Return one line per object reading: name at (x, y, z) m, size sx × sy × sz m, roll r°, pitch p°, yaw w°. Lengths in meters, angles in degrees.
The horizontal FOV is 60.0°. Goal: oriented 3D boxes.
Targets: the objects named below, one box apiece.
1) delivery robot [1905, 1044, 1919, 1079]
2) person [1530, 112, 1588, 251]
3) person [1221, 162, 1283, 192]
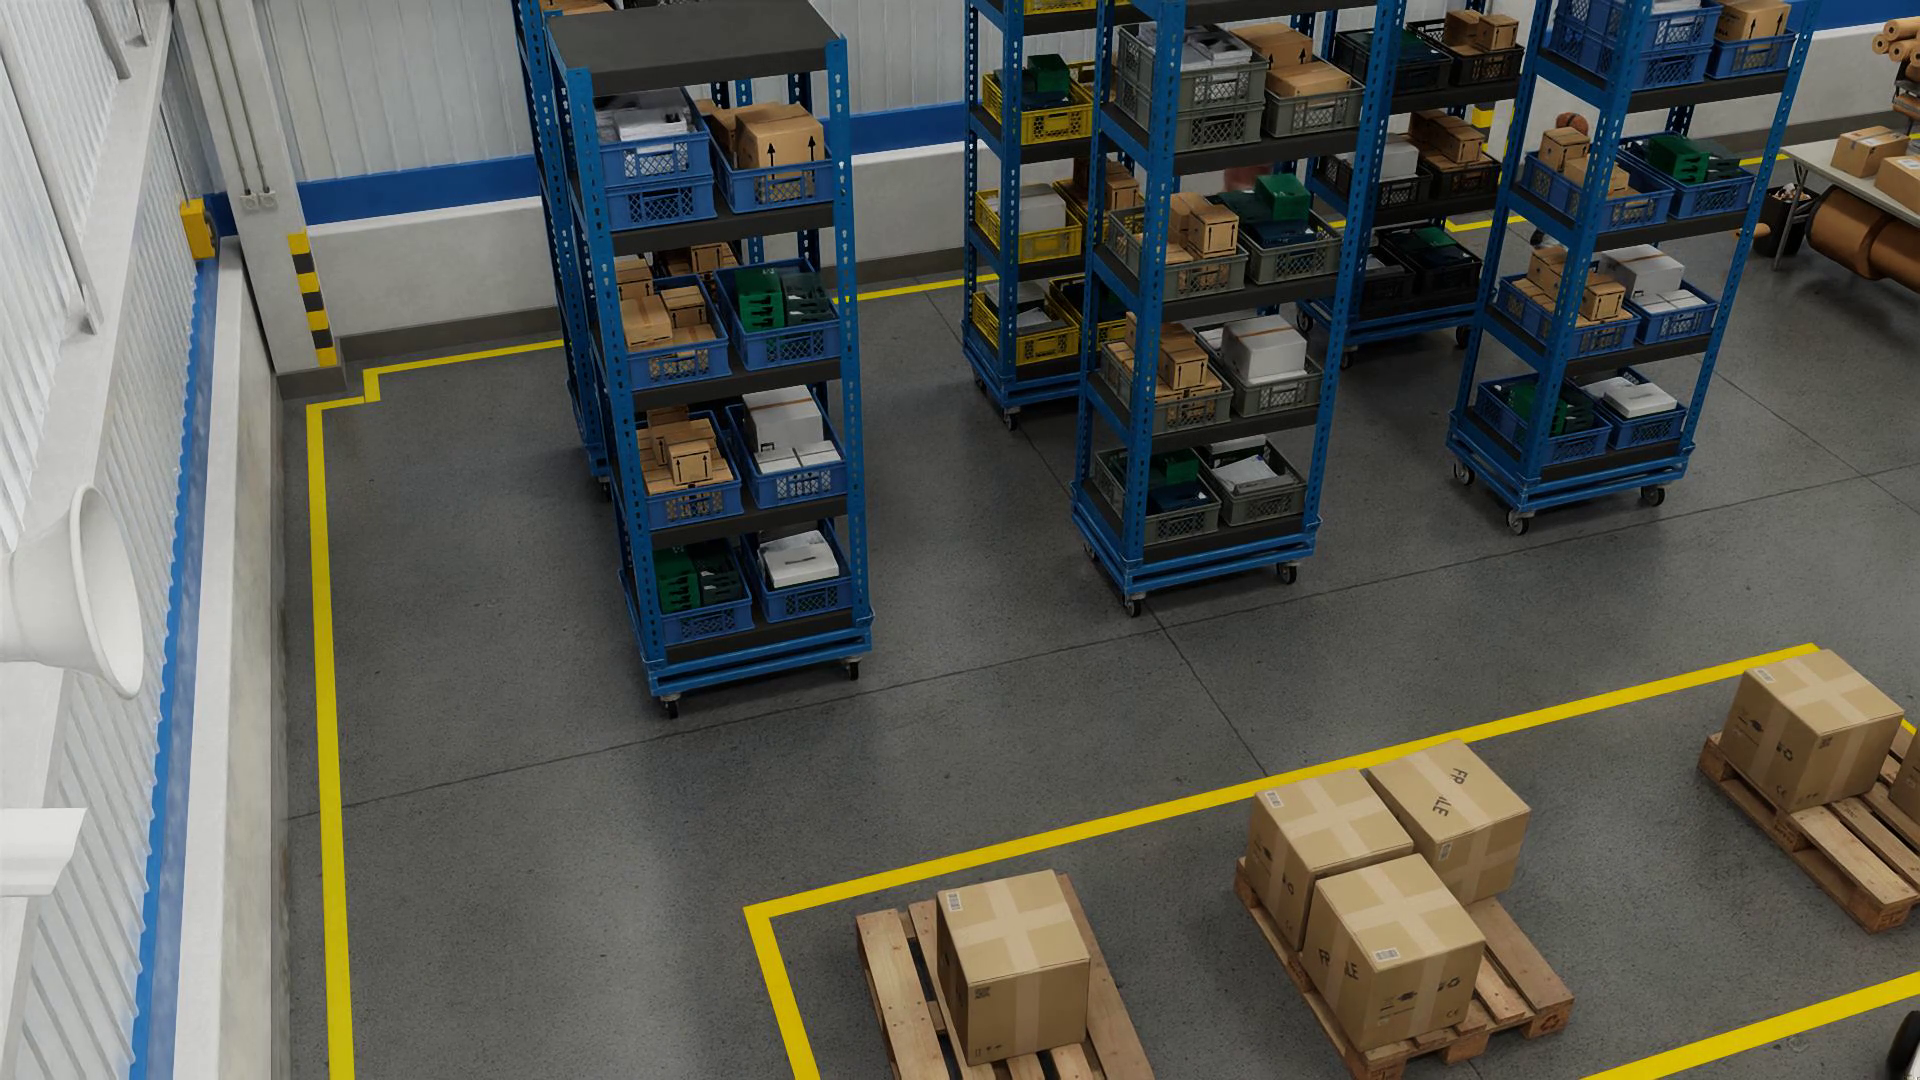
delivery robot at (4.009, 2.155, 6.652) m, size 0.477 × 0.478 × 0.707 m, roll 24°, pitch 42°, yaw 30°
person at (4.330, -2.315, 12.133) m, size 0.305 × 1.638 × 0.523 m, roll 27°, pitch 43°, yaw 33°
person at (2.210, -2.716, 12.422) m, size 0.549 × 1.974 × 0.675 m, roll 28°, pitch 44°, yaw 33°
